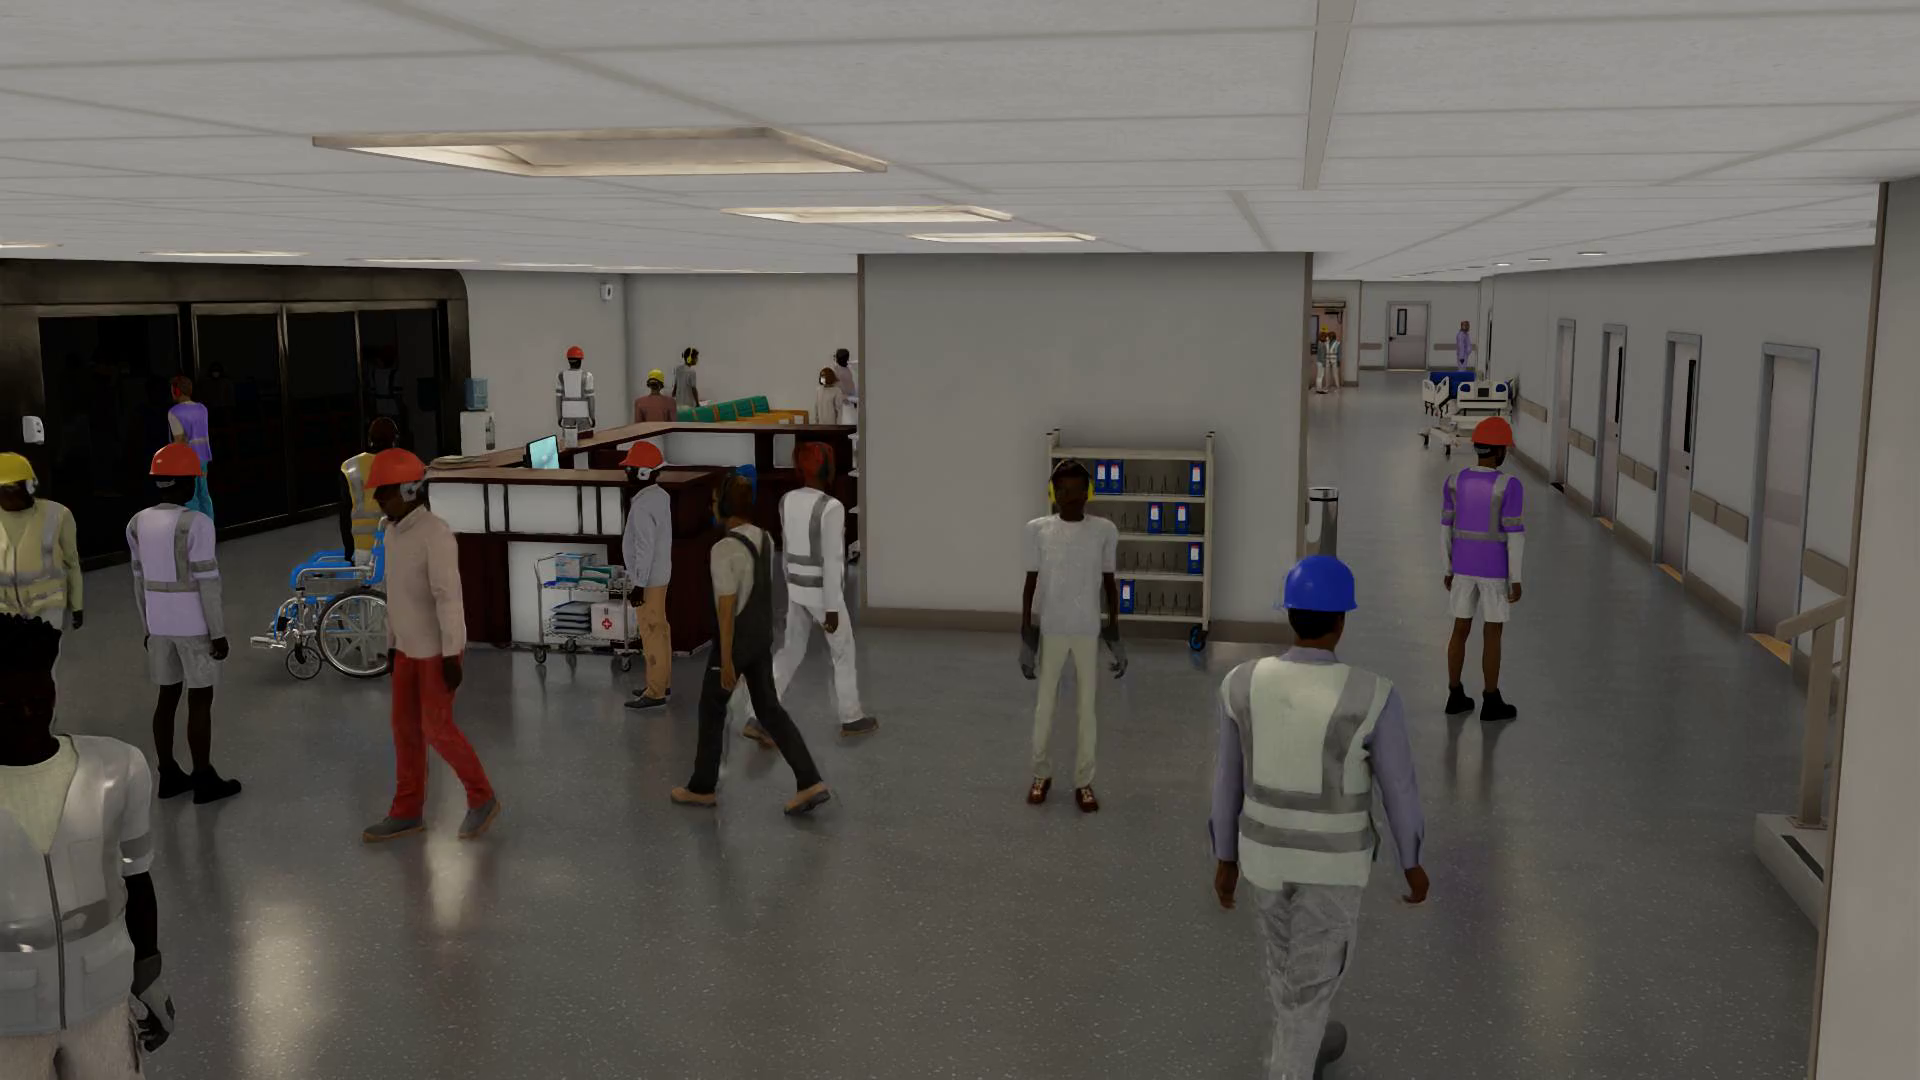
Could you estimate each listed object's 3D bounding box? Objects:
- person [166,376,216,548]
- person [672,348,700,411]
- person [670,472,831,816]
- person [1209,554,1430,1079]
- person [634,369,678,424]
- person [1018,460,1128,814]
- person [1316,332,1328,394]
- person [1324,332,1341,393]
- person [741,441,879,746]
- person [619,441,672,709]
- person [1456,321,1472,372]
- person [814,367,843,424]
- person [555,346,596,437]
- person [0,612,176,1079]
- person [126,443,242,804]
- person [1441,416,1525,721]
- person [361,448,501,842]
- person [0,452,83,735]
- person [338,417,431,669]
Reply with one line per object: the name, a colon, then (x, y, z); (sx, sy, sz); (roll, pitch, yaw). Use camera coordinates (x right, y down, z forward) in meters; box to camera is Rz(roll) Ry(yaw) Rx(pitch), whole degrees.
person: (-8.020, -0.789, 17.360); (0.377, 1.844, 0.567); (1, 9, 9)
person: (-4.298, -2.146, 26.495); (0.903, 1.805, 0.556); (-8, 11, -42)
person: (-1.091, 0.544, 8.632); (0.932, 1.810, 0.528); (4, 10, 27)
person: (1.177, 0.995, 5.343); (0.634, 1.901, 0.963); (7, 11, 40)
person: (-3.713, -1.204, 20.385); (0.533, 1.767, 0.326); (-1, 9, -5)
person: (0.603, 0.506, 8.775); (0.597, 1.874, 0.489); (0, 9, 0)
person: (9.493, -4.636, 43.594); (0.282, 1.633, 0.500); (0, 9, 3)
person: (9.885, -4.716, 44.145); (0.314, 1.626, 0.528); (-8, 12, -42)
person: (-0.925, 0.325, 9.984); (0.955, 1.848, 0.586); (-8, 12, -43)
person: (-2.059, 0.224, 10.929); (0.319, 1.756, 0.563); (0, 9, 0)
person: (13.457, -4.896, 44.413); (0.409, 1.907, 0.650); (3, 9, 21)
person: (-1.887, -1.650, 23.777); (0.498, 1.634, 0.280); (7, 11, 37)
person: (-5.469, -1.792, 23.721); (0.553, 1.934, 0.364); (0, 9, 1)
person: (-2.291, 1.141, 4.151); (0.613, 1.964, 0.361); (-8, 12, -44)
person: (-4.152, 0.445, 8.913); (0.545, 1.931, 0.377); (3, 9, 21)
person: (3.355, 0.178, 10.639); (0.373, 1.934, 0.551); (-8, 12, -42)
person: (-2.676, 0.521, 8.247); (0.662, 1.976, 0.579); (8, 12, 44)
person: (-5.589, 0.347, 9.996); (0.594, 1.802, 0.848); (-2, 9, -14)
person: (-4.110, 0.037, 11.934); (0.625, 1.838, 0.430); (-3, 9, -18)
